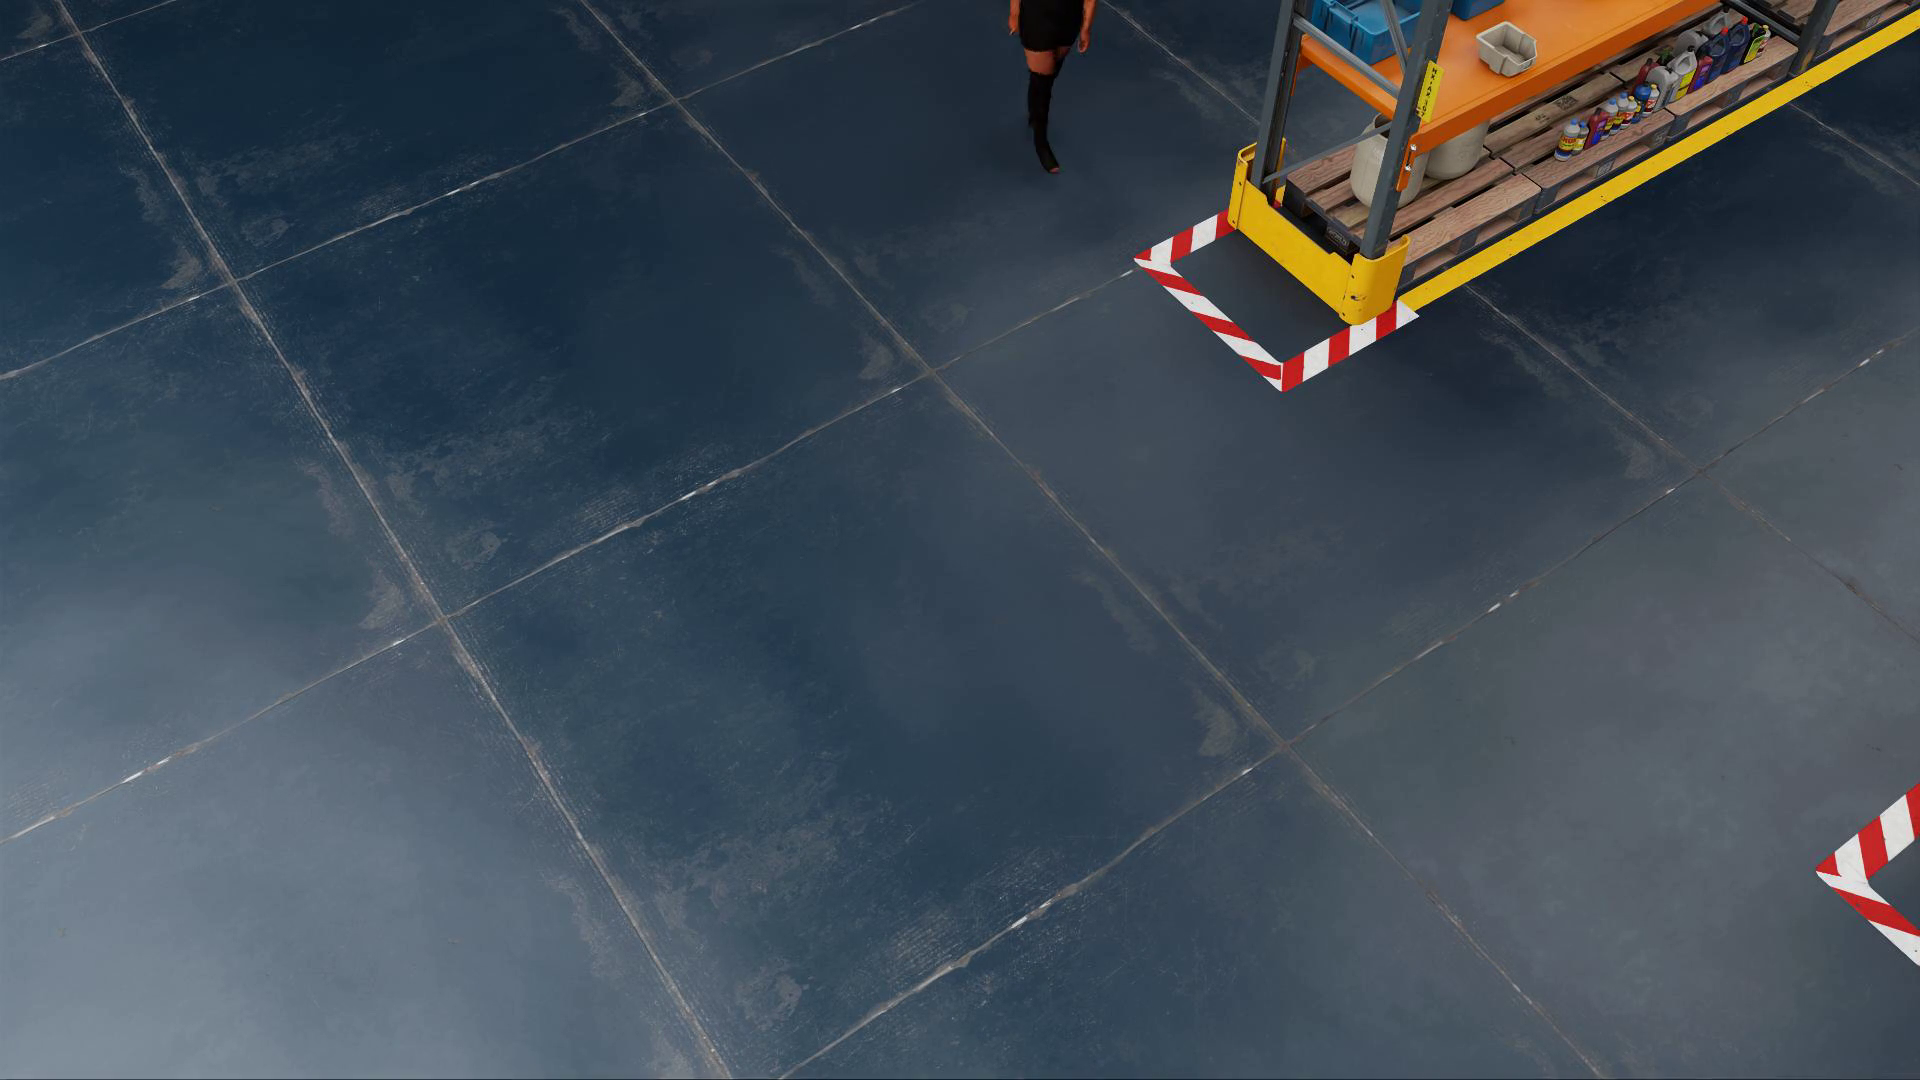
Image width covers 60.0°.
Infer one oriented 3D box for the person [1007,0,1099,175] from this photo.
[{"bbox_3d":[0.519,-3.159,10.032,1.010,1.806,0.953,-3,52,-2],"label":"person"}]
